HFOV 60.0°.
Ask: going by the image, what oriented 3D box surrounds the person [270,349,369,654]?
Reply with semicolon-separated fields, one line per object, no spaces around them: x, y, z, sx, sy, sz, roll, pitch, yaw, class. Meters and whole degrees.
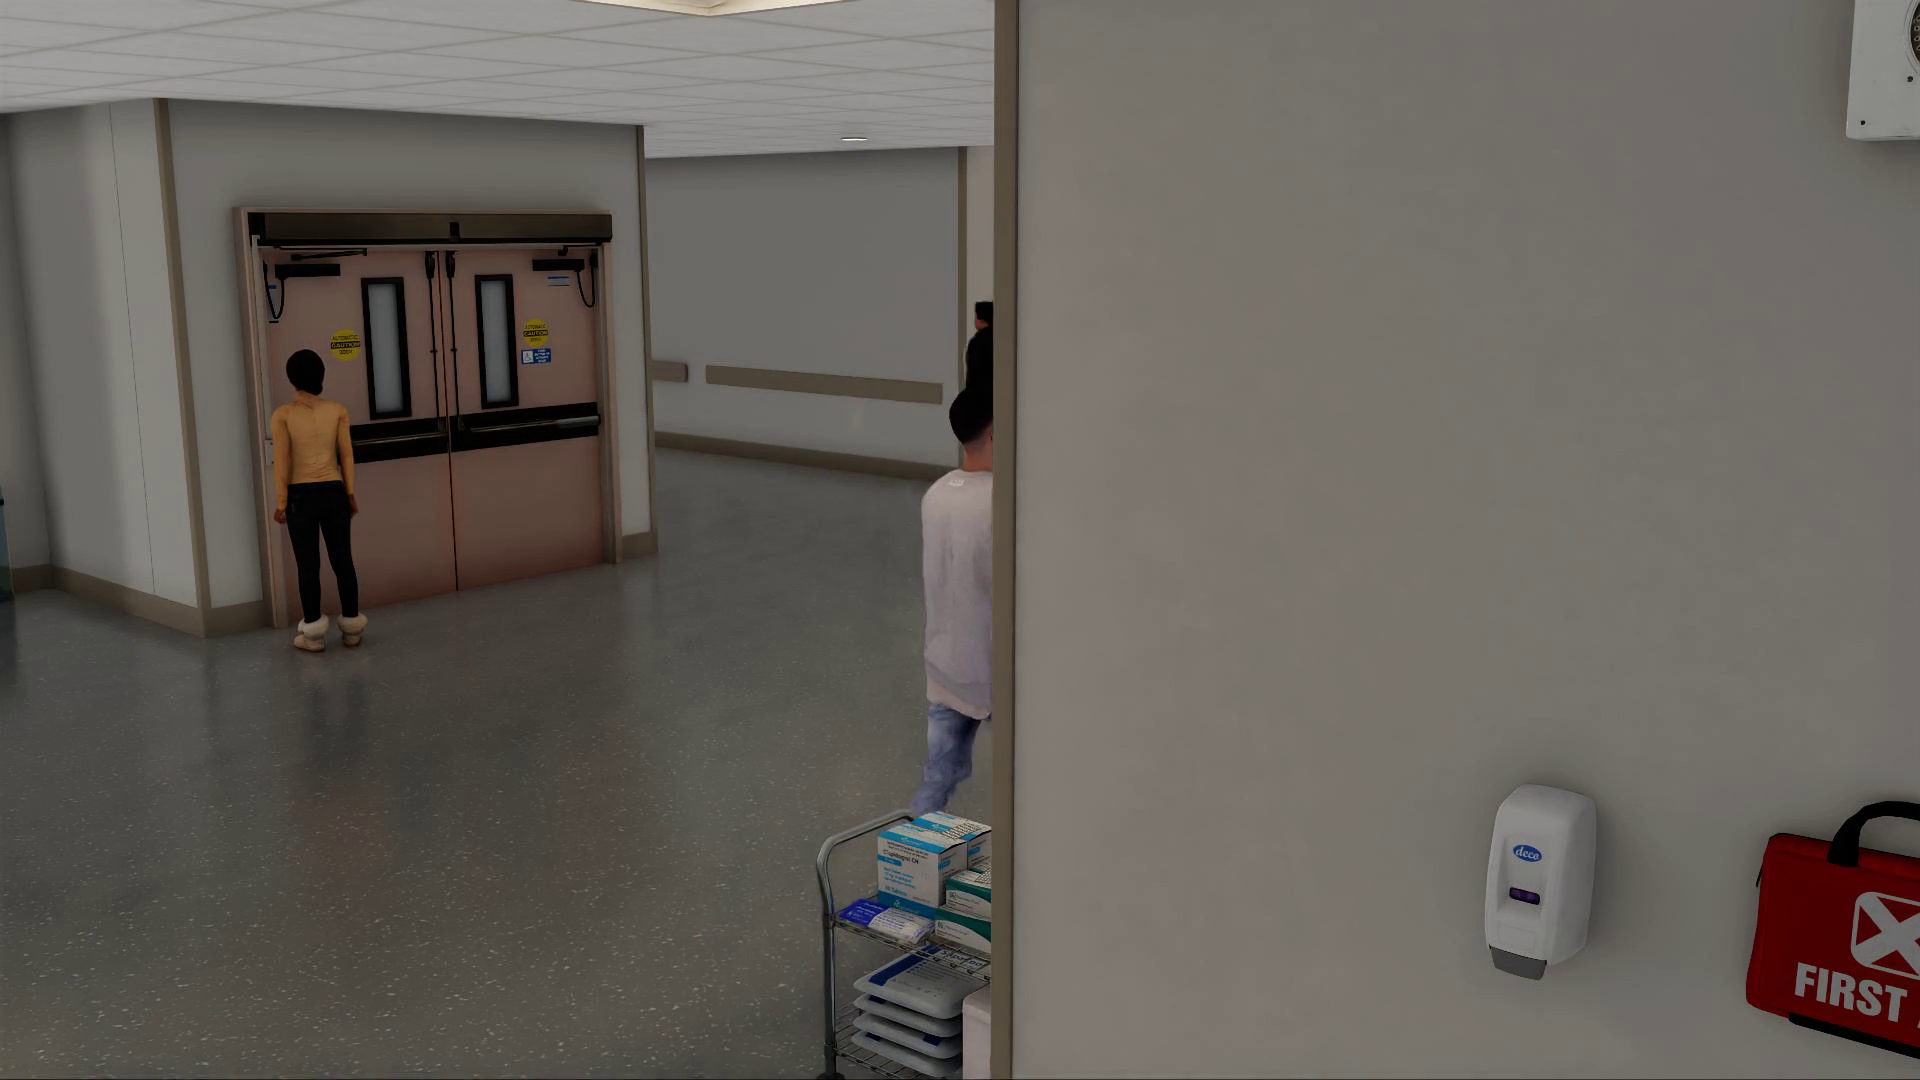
-3.528;-0.222;9.136;0.587;1.659;0.719;-7;13;-33;person
